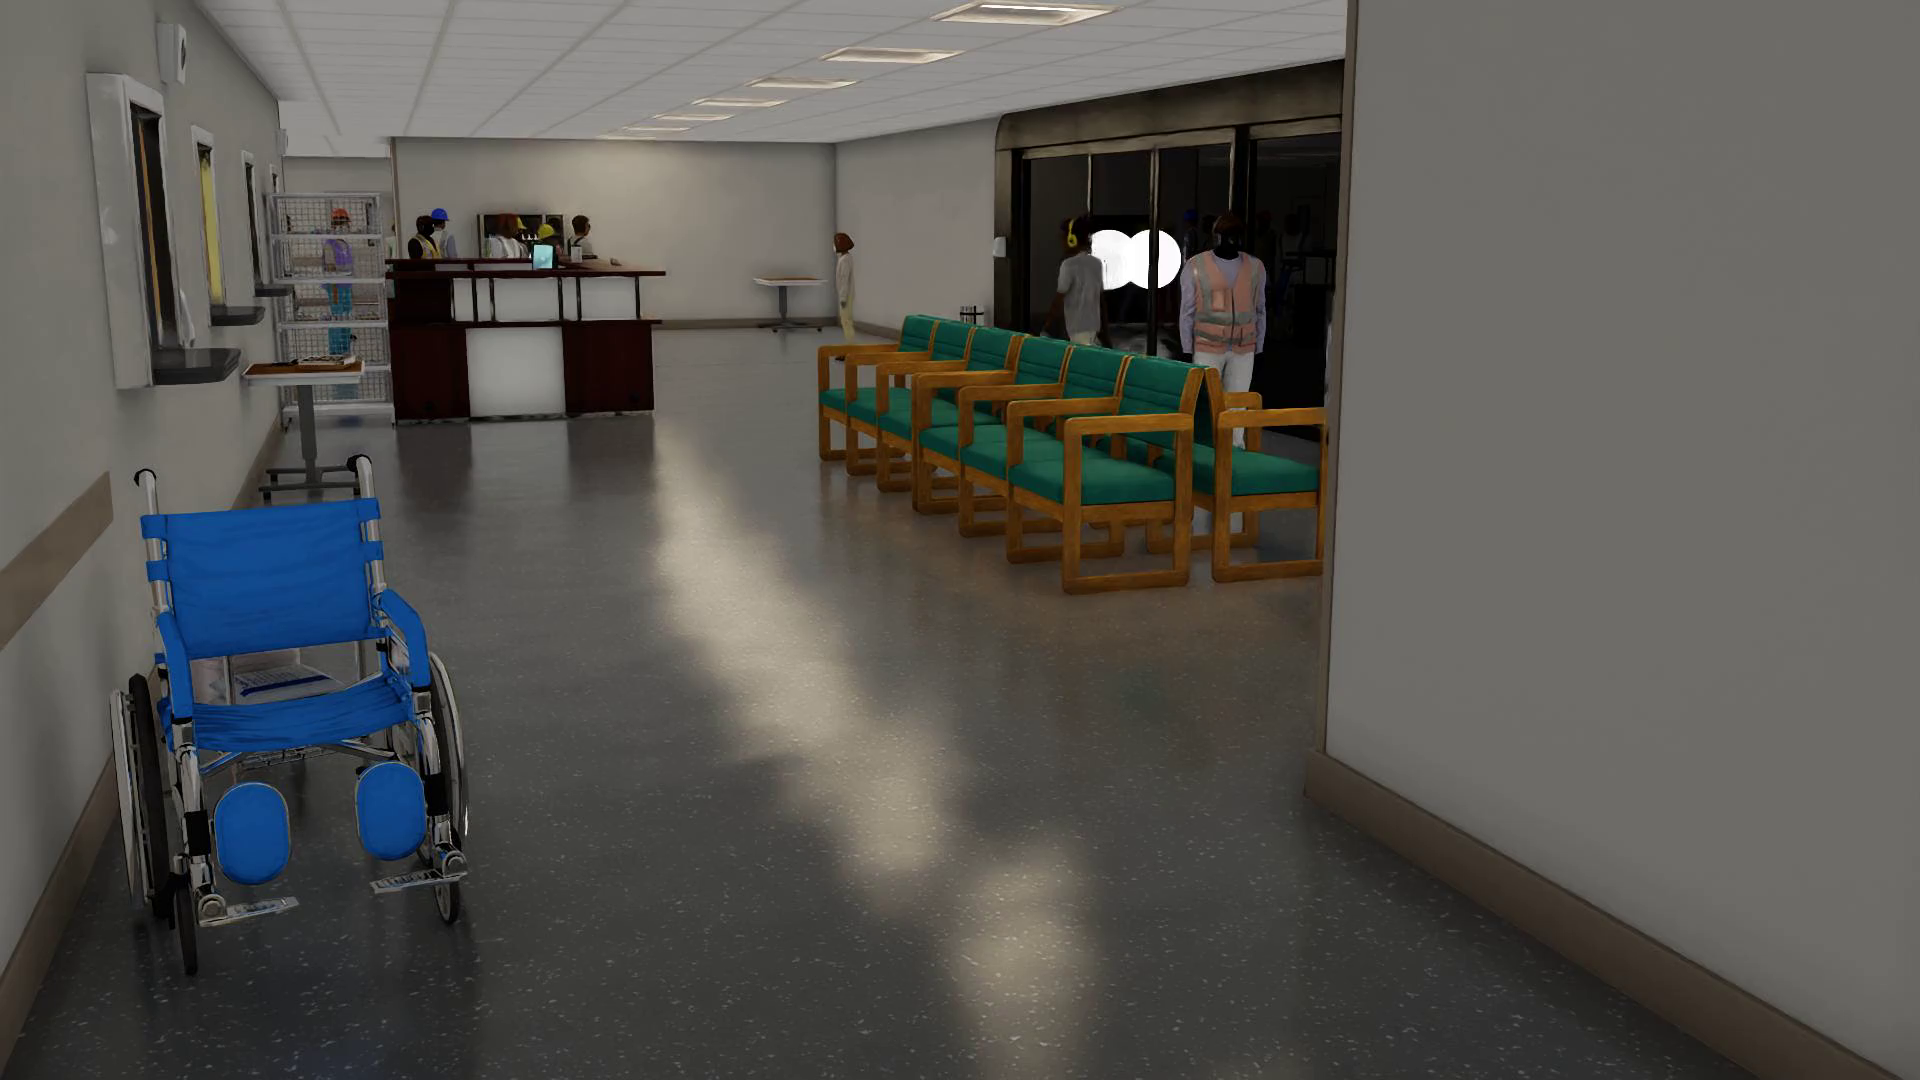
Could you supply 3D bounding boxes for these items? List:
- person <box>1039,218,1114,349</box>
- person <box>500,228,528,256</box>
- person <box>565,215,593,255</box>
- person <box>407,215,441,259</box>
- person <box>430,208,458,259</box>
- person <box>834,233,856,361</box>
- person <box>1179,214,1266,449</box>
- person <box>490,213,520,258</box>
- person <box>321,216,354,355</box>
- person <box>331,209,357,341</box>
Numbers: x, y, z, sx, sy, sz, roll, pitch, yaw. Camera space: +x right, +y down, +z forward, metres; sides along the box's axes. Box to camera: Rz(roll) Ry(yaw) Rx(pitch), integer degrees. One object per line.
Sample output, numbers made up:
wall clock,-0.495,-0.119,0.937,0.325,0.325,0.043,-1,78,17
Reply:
person,0.905,-1.678,13.453,1.015,1.805,0.514,8,13,35
person,-6.525,-3.749,24.198,0.524,1.764,0.329,-2,11,-9
person,-4.947,-3.320,21.776,0.520,1.844,0.330,9,14,38
person,-7.423,-3.599,23.228,0.429,1.844,0.623,1,11,7
person,-7.727,-3.954,24.777,0.617,1.944,0.397,4,12,19
person,-1.467,-3.088,21.176,0.285,1.627,0.504,0,11,-1
person,1.840,-1.337,11.614,0.625,1.847,0.429,-2,11,-8
person,-5.731,-3.199,21.103,0.404,1.872,0.615,4,12,19
person,-7.820,-3.148,20.940,0.382,1.835,0.571,1,11,4
person,-9.138,-3.916,24.611,0.377,1.932,0.552,-4,12,-20
